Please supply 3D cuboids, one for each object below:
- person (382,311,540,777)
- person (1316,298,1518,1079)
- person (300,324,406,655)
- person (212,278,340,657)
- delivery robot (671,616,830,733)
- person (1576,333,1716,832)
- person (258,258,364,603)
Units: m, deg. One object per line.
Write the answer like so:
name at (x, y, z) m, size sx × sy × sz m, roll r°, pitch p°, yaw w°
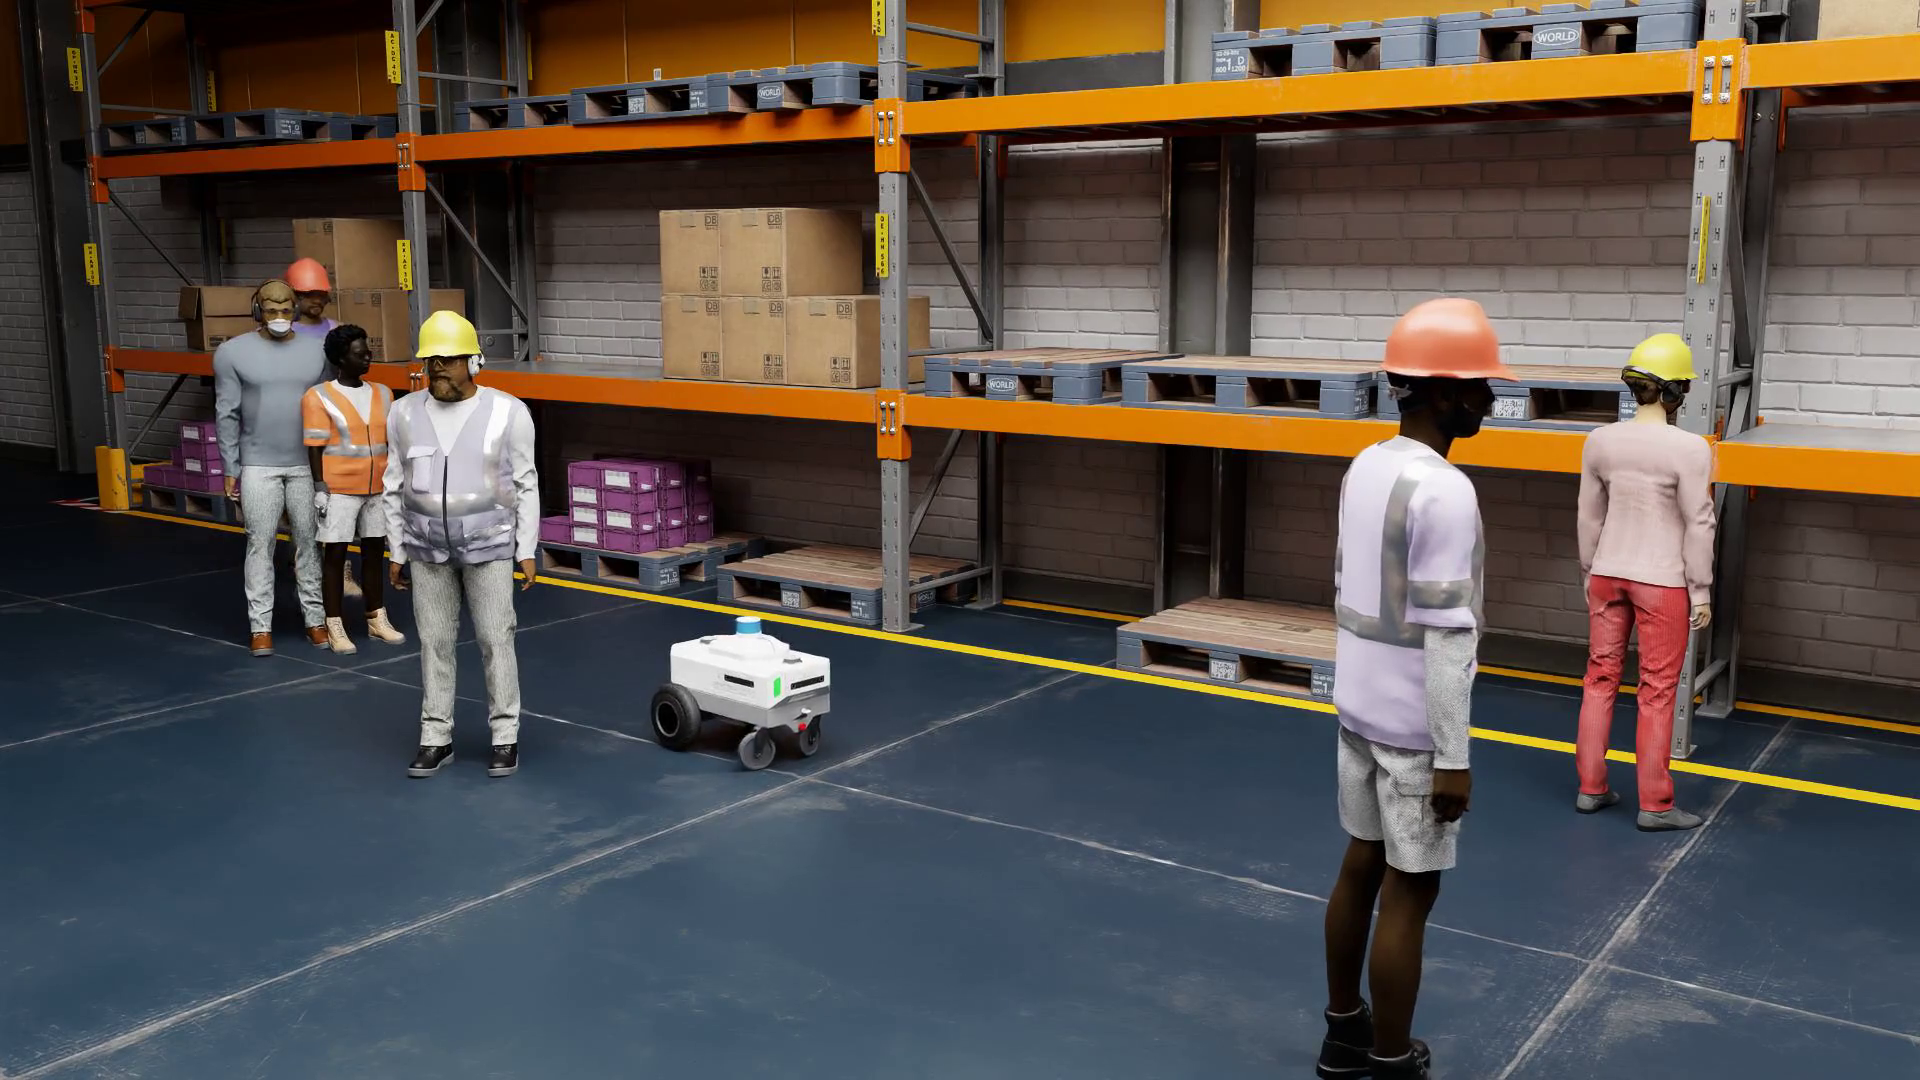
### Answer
person at (-1.954, 0.025, 6.508) m, size 0.603 × 1.830 × 0.404 m, roll 0°, pitch 10°, yaw -1°
person at (1.076, 0.408, 3.915) m, size 0.379 × 1.937 × 0.548 m, roll -1°, pitch 10°, yaw -8°
person at (-3.142, -0.267, 8.642) m, size 0.319 × 1.699 × 0.532 m, roll 7°, pitch 12°, yaw 35°
person at (-3.490, -0.374, 8.589) m, size 0.627 × 1.935 × 0.371 m, roll -6°, pitch 11°, yaw -30°
delivery robot at (-0.865, 0.558, 6.851) m, size 0.707 × 0.478 × 0.477 m, roll 8°, pitch 13°, yaw 41°
person at (2.448, 0.152, 5.949) m, size 0.315 × 1.769 × 0.523 m, roll -6°, pitch 11°, yaw -32°
person at (-3.814, -0.637, 9.846) m, size 0.614 × 2.044 × 0.384 m, roll -9°, pitch 13°, yaw -44°
